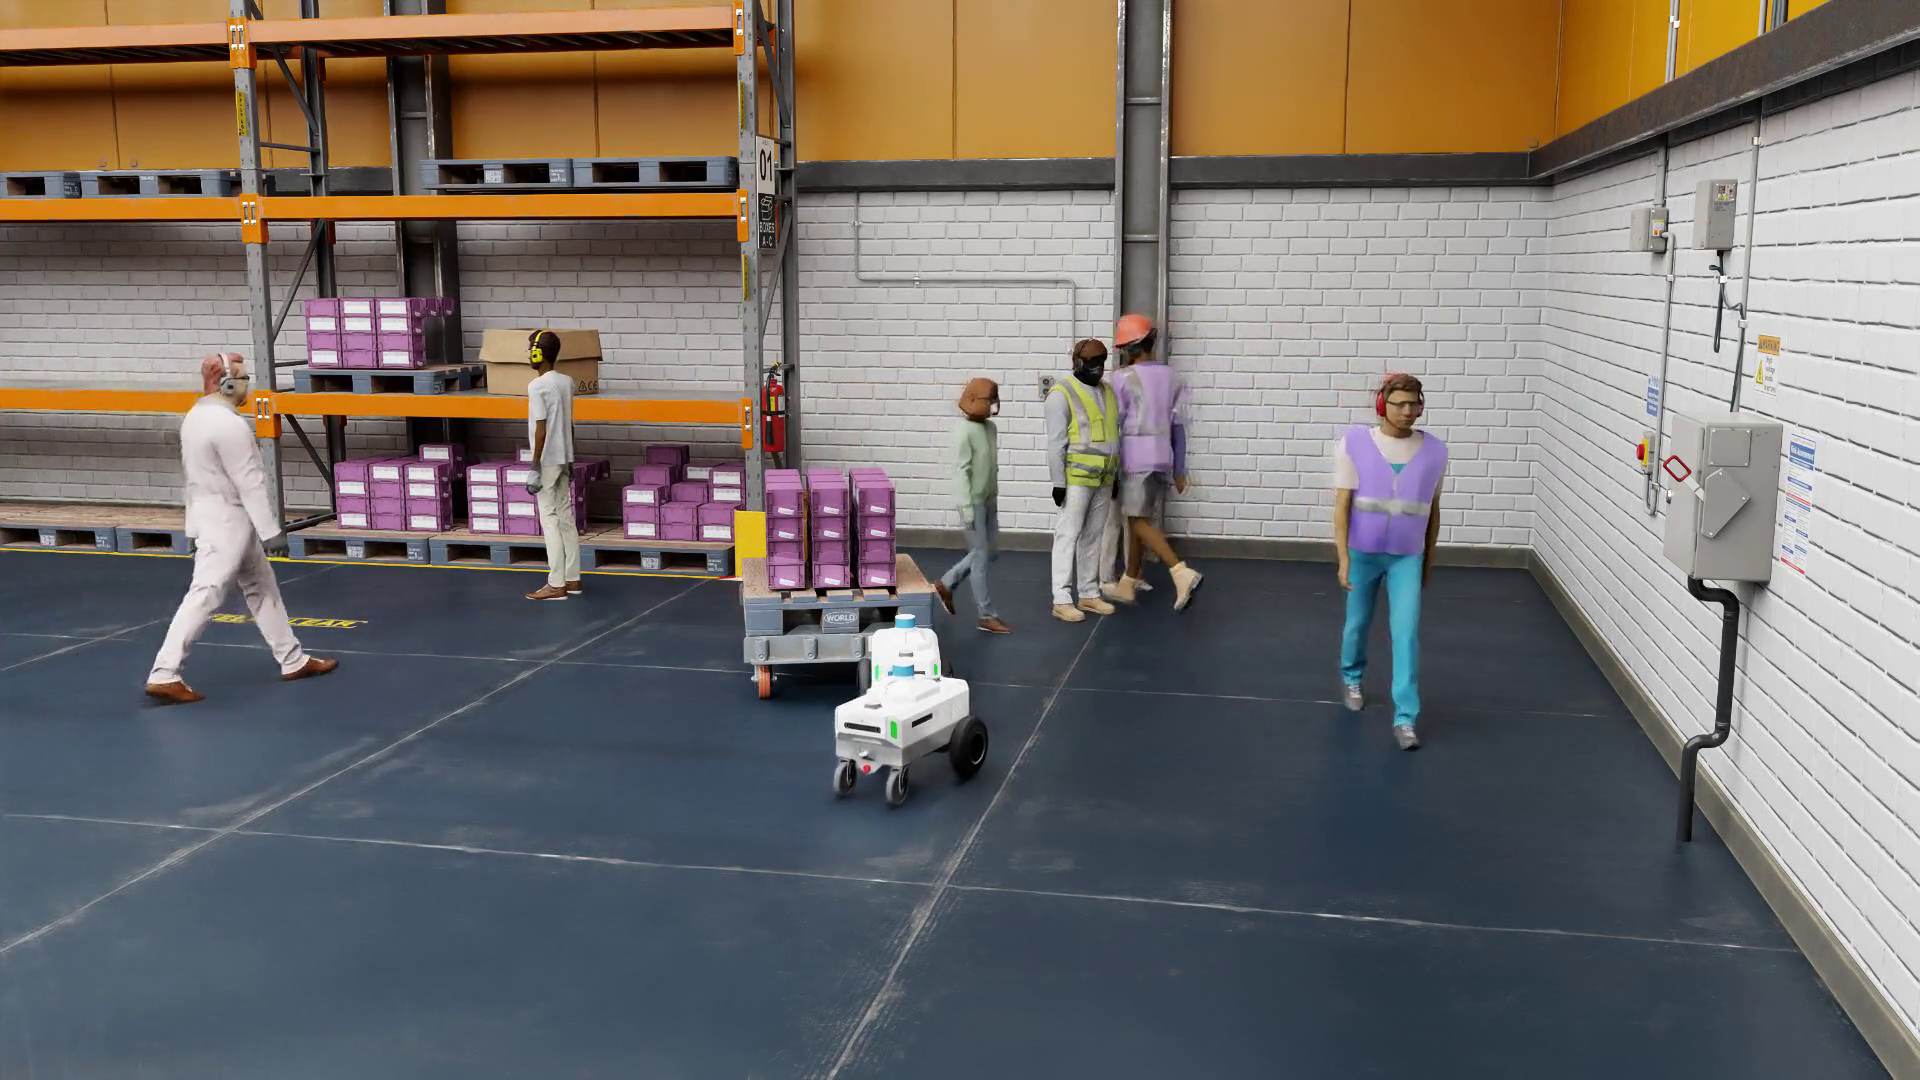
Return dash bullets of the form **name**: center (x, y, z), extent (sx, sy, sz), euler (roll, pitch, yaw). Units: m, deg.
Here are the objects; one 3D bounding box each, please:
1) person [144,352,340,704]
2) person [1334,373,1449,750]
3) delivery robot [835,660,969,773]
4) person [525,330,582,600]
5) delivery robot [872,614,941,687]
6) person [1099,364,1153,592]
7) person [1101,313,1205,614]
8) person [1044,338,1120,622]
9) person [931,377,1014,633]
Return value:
- **person**: center (-3.943, -0.075, 8.943), extent (1.035, 1.859, 0.637), euler (-7, 11, -34)
- **person**: center (2.129, 0.057, 8.308), extent (0.560, 1.803, 0.990), euler (1, 9, 4)
- **delivery robot**: center (-0.252, 0.779, 7.397), extent (0.477, 0.478, 0.707), euler (5, 11, 28)
- **person**: center (-2.847, -0.517, 11.535), extent (0.312, 1.869, 0.537), euler (3, 10, 17)
- **delivery robot**: center (-0.274, 0.618, 8.368), extent (0.477, 0.478, 0.707), euler (0, 9, -3)
- **person**: center (1.169, -0.428, 11.725), extent (0.561, 1.627, 0.341), euler (-8, 13, -41)
- **person**: center (1.295, -0.504, 11.093), extent (0.615, 2.000, 0.907), euler (-8, 12, -39)
- **person**: center (0.829, -0.397, 10.905), extent (0.429, 1.839, 0.633), euler (9, 13, 43)
- **person**: center (0.086, -0.226, 10.544), extent (0.577, 1.619, 0.525), euler (5, 11, 27)
